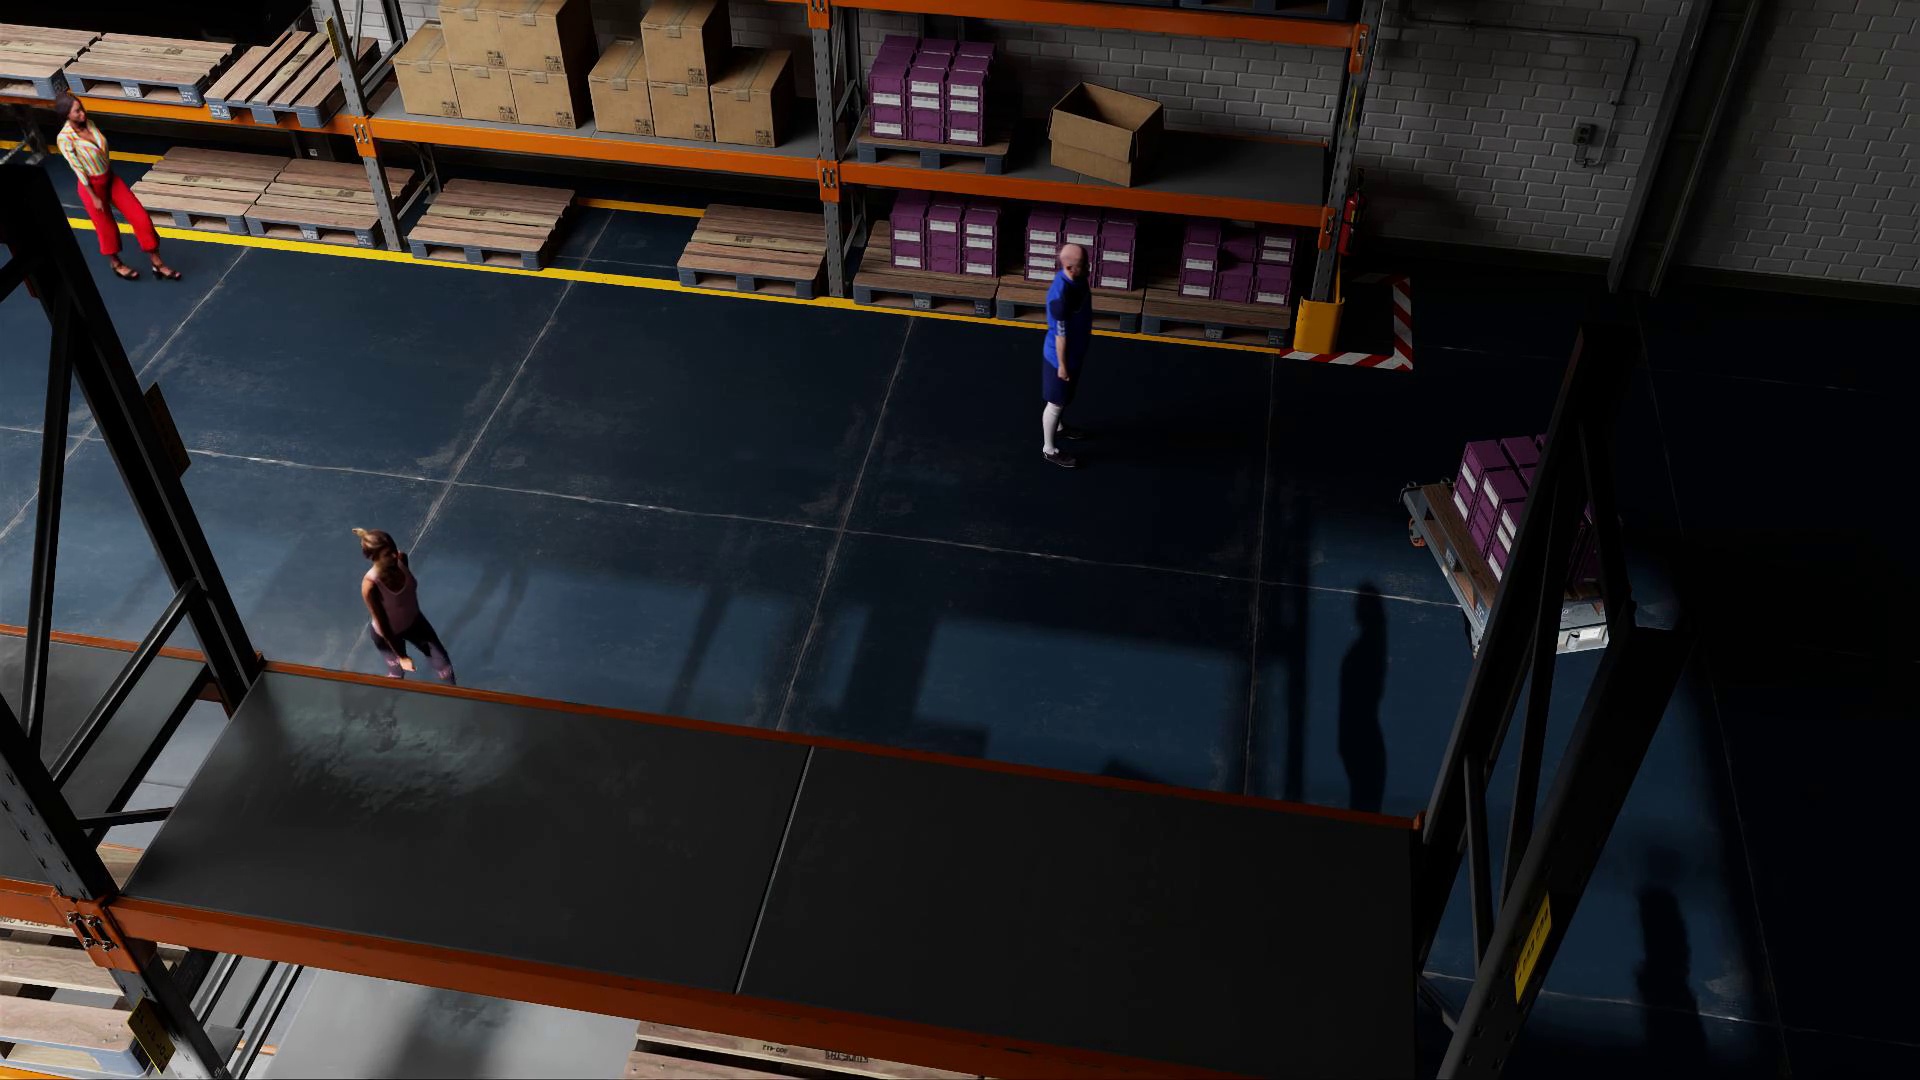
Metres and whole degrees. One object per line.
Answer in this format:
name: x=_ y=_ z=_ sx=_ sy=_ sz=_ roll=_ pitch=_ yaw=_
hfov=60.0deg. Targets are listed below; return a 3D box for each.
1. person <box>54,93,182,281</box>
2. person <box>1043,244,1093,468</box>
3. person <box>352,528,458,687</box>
person: x=-7.157 y=-2.878 z=13.740 sx=0.897 sy=1.770 sz=0.655 roll=13 pitch=45 yaw=13
person: x=0.776 y=-1.380 z=12.117 sx=0.568 sy=1.841 sz=0.680 roll=10 pitch=45 yaw=10
person: x=-3.538 y=0.515 z=10.284 sx=0.912 sy=1.624 sz=0.722 roll=22 pitch=48 yaw=21
